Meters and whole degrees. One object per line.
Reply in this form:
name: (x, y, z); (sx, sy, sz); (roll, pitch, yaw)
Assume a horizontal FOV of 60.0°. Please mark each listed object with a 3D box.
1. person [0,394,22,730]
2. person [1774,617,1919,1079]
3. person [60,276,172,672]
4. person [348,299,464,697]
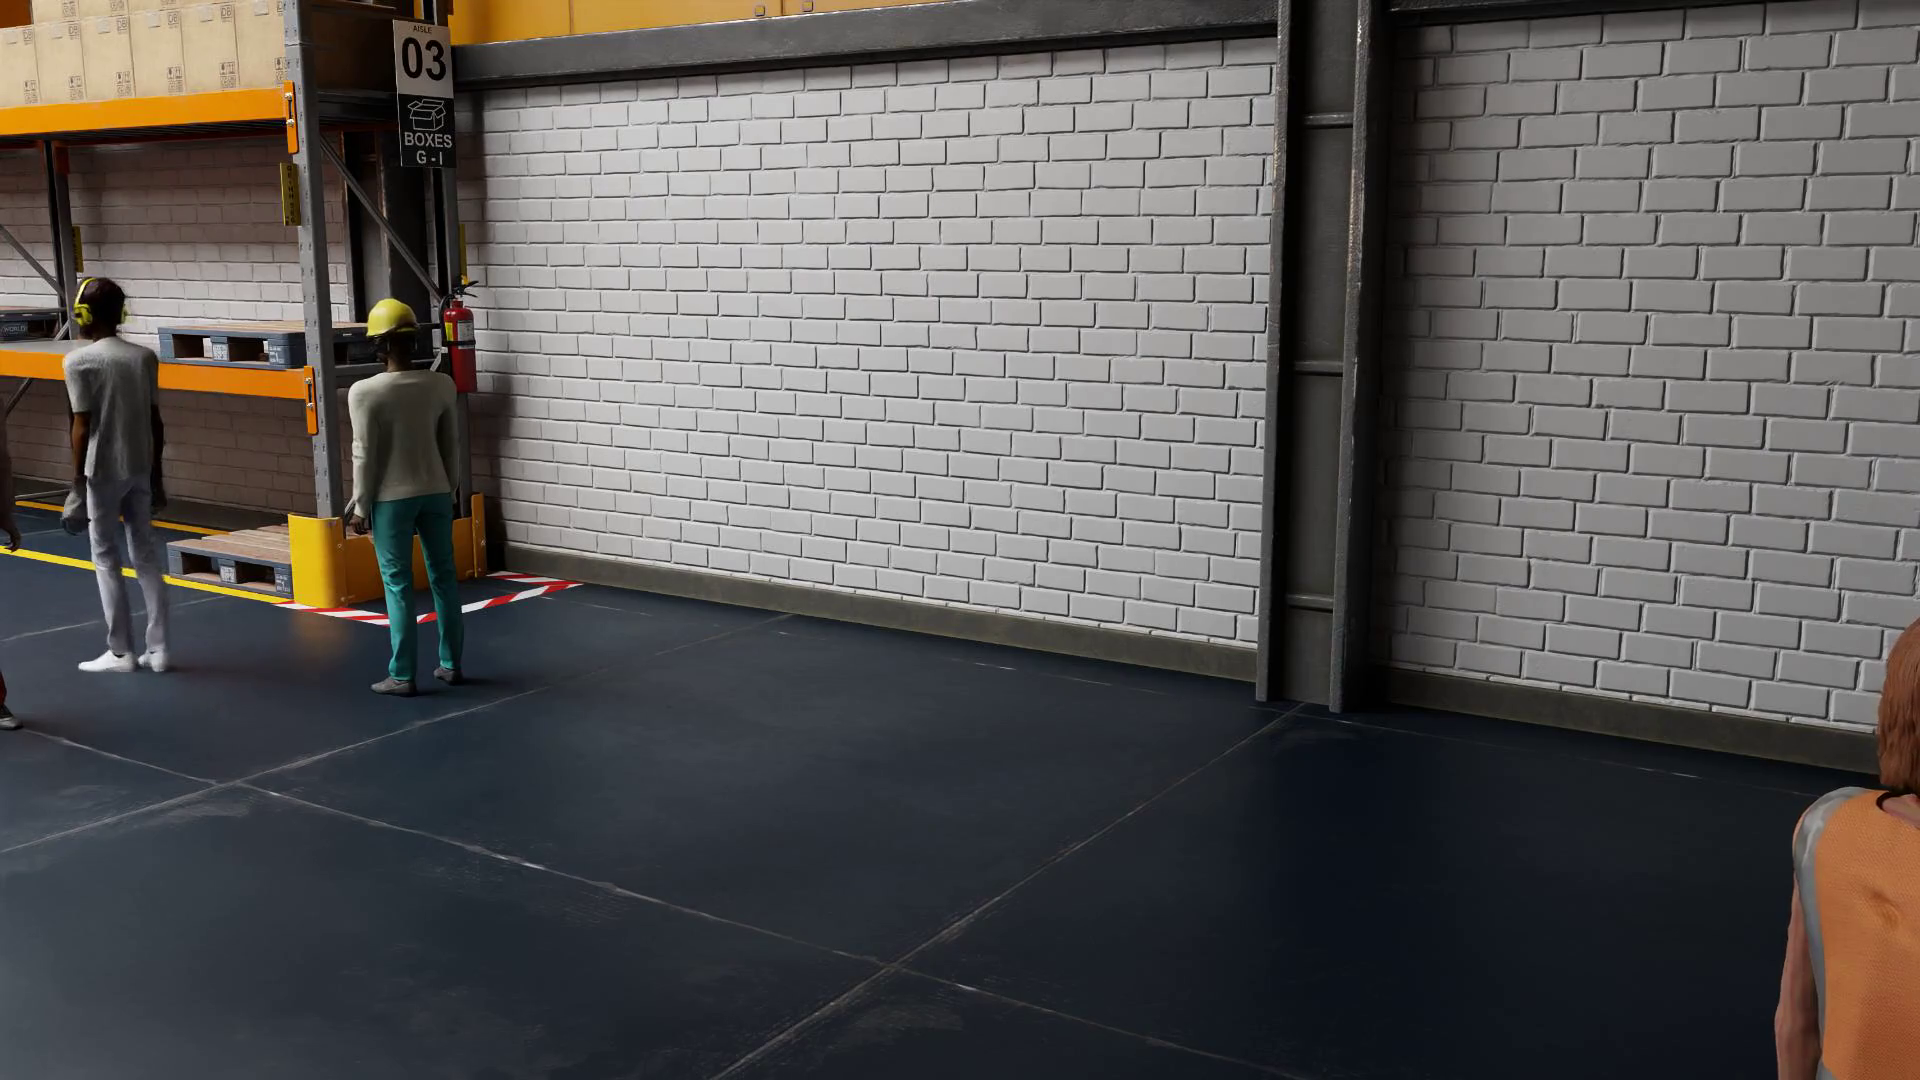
person: (-4.088, -0.059, 6.719); (0.533, 1.767, 0.326); (-10, 14, -44)
person: (1.135, 0.866, 1.935); (0.307, 1.644, 0.514); (-2, 10, -13)
person: (-3.936, -0.283, 7.715); (0.406, 1.867, 0.592); (4, 11, 23)
person: (-2.465, -0.183, 7.411); (0.314, 1.768, 0.522); (9, 13, 40)
